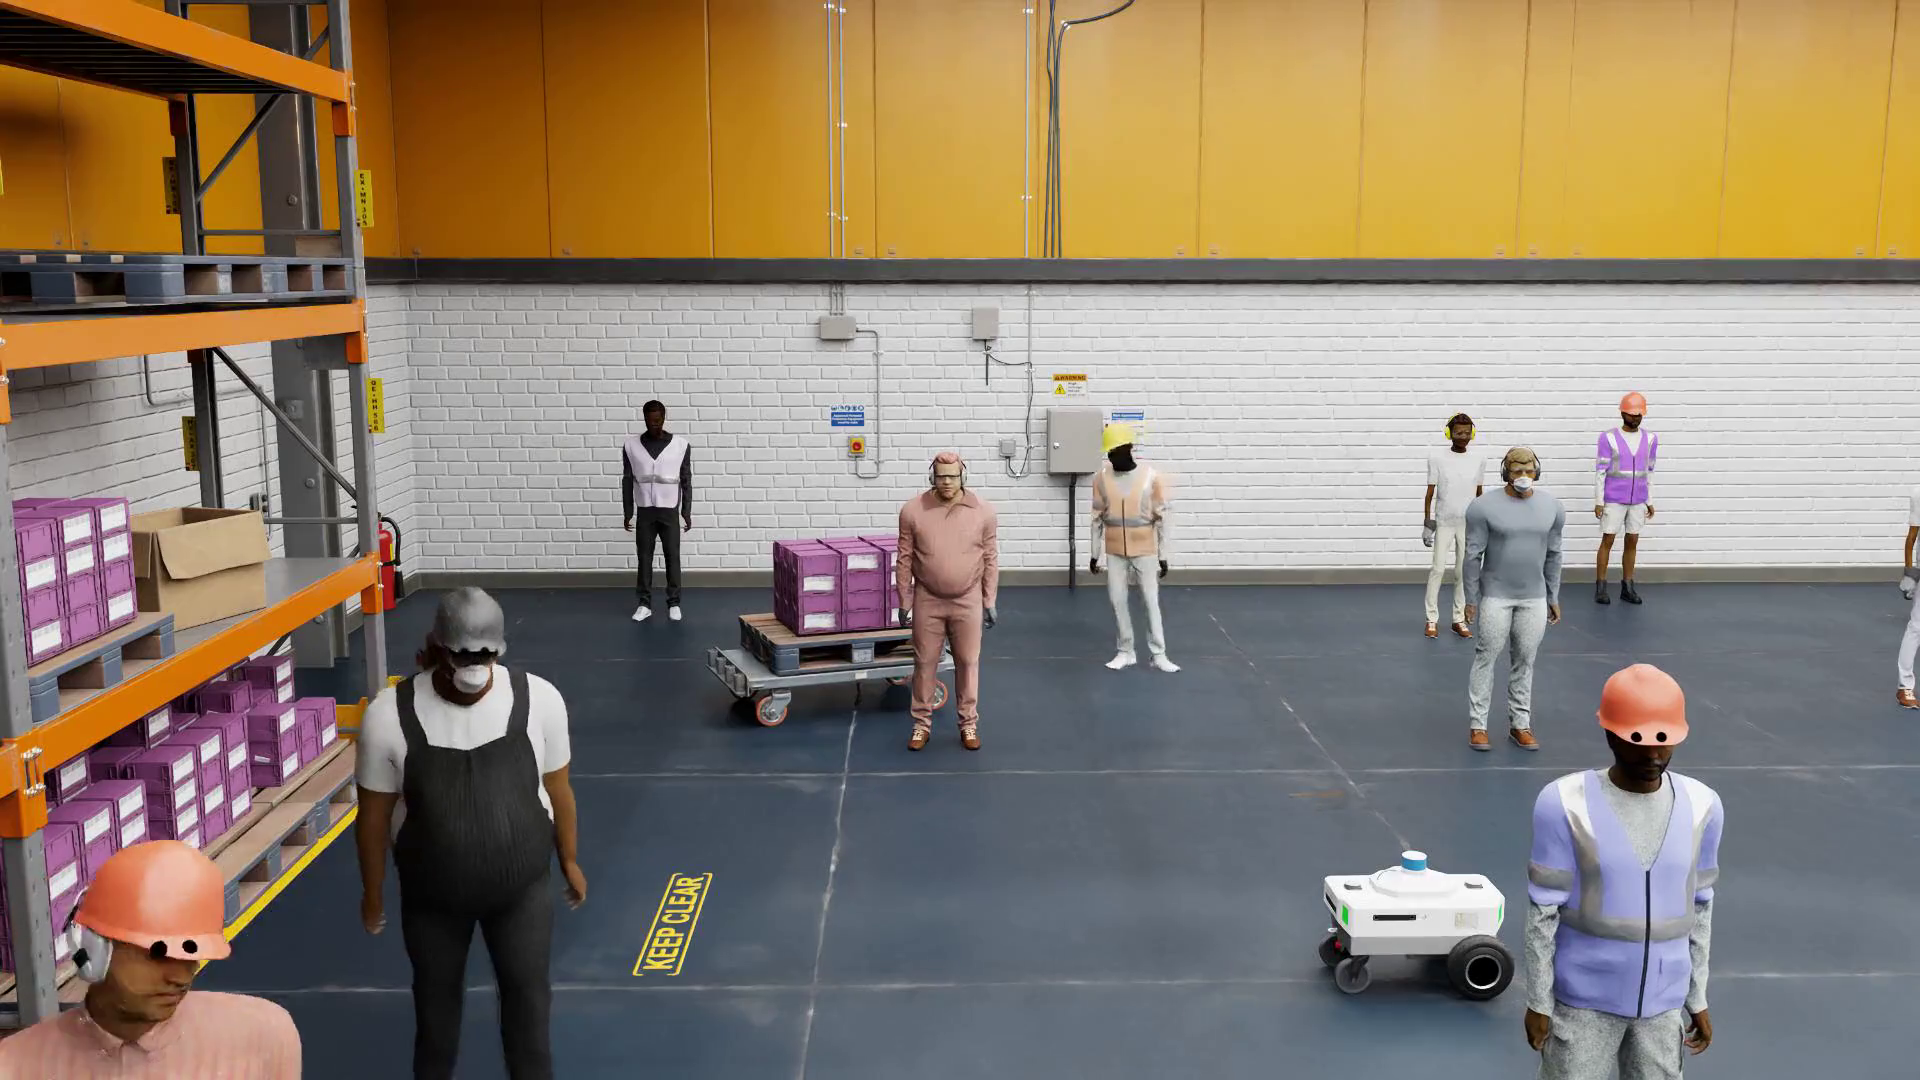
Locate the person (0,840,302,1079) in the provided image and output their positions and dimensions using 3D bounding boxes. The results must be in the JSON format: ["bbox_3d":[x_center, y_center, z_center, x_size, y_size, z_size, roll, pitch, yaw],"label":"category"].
[{"bbox_3d":[-1.574,1.537,3.234,0.671,1.973,0.394,-4,10,-24],"label":"person"}]

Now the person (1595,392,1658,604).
[{"bbox_3d":[6.028,-0.375,15.046,0.551,1.932,0.378,0,9,-2],"label":"person"}]

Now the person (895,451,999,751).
[{"bbox_3d":[-0.079,0.387,10.467,0.652,1.904,0.403,0,9,-2],"label":"person"}]

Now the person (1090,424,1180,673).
[{"bbox_3d":[1.333,0.074,12.498,0.750,1.885,0.393,4,10,21],"label":"person"}]

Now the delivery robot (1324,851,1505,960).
[{"bbox_3d":[1.919,1.568,7.068,0.707,0.478,0.477,0,9,-1],"label":"delivery robot"}]

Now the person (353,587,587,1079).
[{"bbox_3d":[-1.658,1.101,5.675,0.760,2.000,0.812,-3,10,-19],"label":"person"}]

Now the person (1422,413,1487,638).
[{"bbox_3d":[4.070,-0.117,13.679,0.534,1.864,0.309,0,9,-2],"label":"person"}]

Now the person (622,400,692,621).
[{"bbox_3d":[-2.613,-0.257,14.382,0.597,1.914,0.372,0,9,-2],"label":"person"}]

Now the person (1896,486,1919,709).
[{"bbox_3d":[6.773,0.240,11.481,0.534,1.868,0.309,0,9,-2],"label":"person"}]

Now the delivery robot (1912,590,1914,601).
[{"bbox_3d":[8.488,0.416,14.133,0.707,0.478,0.477,1,9,5],"label":"delivery robot"}]

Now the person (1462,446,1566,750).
[{"bbox_3d":[3.478,0.367,10.485,0.635,1.937,0.352,0,9,-2],"label":"person"}]

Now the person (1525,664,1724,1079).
[{"bbox_3d":[1.909,1.297,4.788,0.551,1.934,0.373,0,9,-2],"label":"person"}]
